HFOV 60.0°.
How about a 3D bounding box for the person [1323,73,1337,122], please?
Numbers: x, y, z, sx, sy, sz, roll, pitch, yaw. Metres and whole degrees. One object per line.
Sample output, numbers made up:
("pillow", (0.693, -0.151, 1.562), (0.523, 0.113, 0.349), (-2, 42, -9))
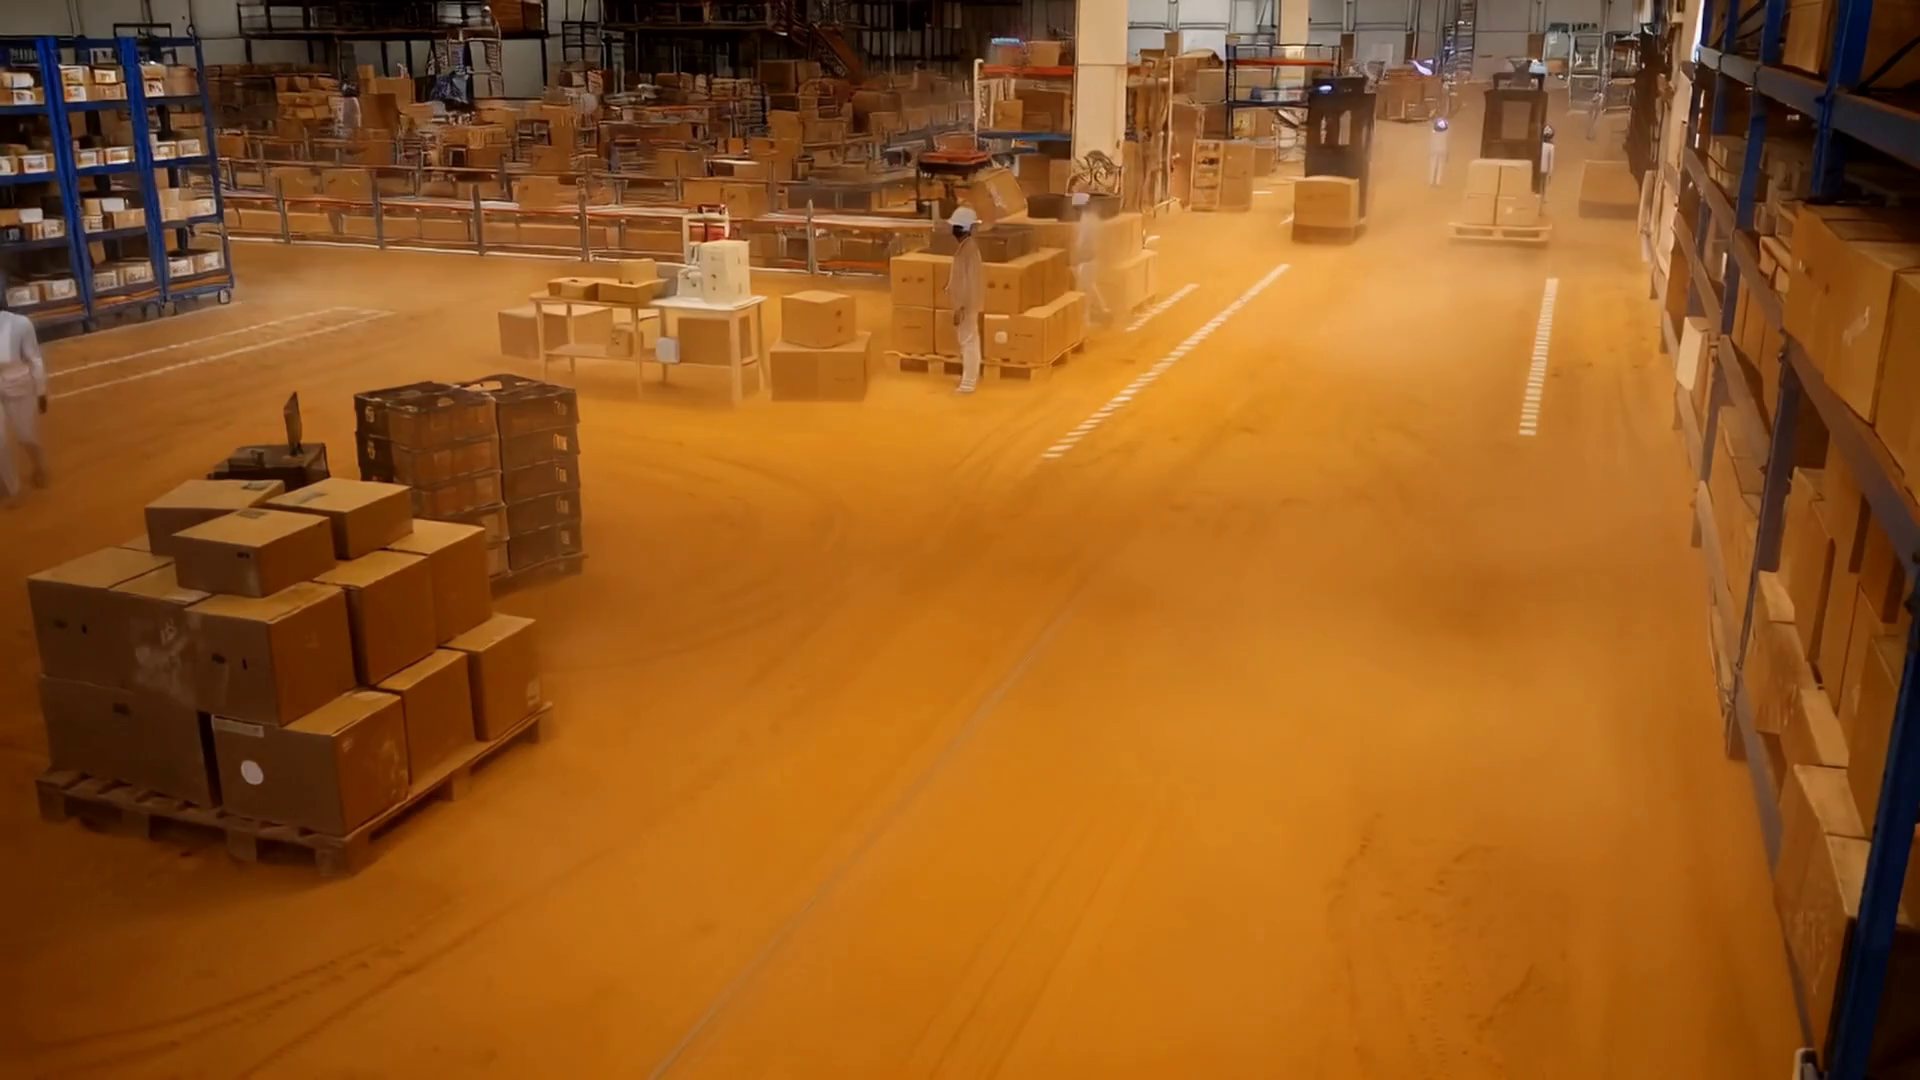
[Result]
("person", (12.654, -15.062, 57.104), (1.002, 1.895, 0.562), (3, 18, 9))

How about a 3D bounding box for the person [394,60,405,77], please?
("person", (-25.113, -20.527, 74.383), (0.751, 1.819, 0.538), (10, 20, 28))

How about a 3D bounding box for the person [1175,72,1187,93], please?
("person", (7.722, -15.280, 57.769), (0.918, 1.910, 0.561), (11, 21, 32))

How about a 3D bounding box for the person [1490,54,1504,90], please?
("person", (26.946, -23.385, 83.272), (0.598, 1.879, 1.006), (-10, 20, -28))

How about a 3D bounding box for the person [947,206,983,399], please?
("person", (0.054, -2.476, 17.374), (0.377, 1.995, 0.608), (3, 18, 10))

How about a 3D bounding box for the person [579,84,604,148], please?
("person", (-10.892, -12.479, 49.043), (1.023, 1.846, 0.665), (11, 21, 32))

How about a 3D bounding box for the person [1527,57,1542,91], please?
("person", (26.310, -21.174, 76.233), (0.646, 1.929, 0.538), (10, 20, 28))

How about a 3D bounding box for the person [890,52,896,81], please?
("person", (-3.695, -25.762, 90.946), (0.306, 1.745, 0.483), (-9, 20, -27))

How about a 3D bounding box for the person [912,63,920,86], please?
("person", (-1.715, -18.306, 67.275), (0.754, 1.901, 0.603), (15, 23, 39))

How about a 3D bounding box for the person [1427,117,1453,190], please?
("person", (10.862, -8.735, 37.641), (0.538, 1.608, 0.611), (3, 18, 11))

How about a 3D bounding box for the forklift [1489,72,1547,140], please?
("forklift", (10.353, -7.321, 31.157), (1.129, 2.768, 1.873), (6, 19, 19))

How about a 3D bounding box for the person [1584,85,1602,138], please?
("person", (20.342, -13.739, 53.339), (0.308, 1.639, 0.524), (-5, 18, -15))

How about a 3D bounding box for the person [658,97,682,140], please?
("person", (-7.543, -10.590, 43.196), (0.592, 1.798, 0.805), (-15, 23, -39))

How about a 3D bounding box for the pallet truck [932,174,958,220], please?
("pallet truck", (-0.507, -5.292, 27.348), (0.653, 1.274, 1.630), (6, 19, 19))

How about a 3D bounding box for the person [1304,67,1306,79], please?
("person", (16.524, -22.665, 81.081), (0.564, 1.820, 0.948), (-6, 19, -18))

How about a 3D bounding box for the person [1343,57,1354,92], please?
("person", (17.943, -21.407, 77.058), (0.615, 1.867, 0.526), (-12, 21, -32))

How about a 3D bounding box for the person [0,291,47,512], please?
("person", (-7.792, -1.230, 13.583), (0.608, 1.928, 0.687), (-6, 19, -18))

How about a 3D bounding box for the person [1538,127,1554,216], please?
("person", (11.319, -7.182, 32.549), (0.540, 1.751, 0.531), (5, 18, 15))

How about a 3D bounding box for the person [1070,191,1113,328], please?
("person", (1.673, -3.550, 21.148), (0.605, 1.745, 0.539), (9, 20, 27))

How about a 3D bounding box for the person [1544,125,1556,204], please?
("person", (12.326, -7.892, 34.977), (0.275, 1.632, 0.507), (0, 18, 0))

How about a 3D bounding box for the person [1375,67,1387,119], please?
("person", (15.837, -16.798, 62.506), (0.908, 1.919, 0.615), (-7, 19, -20))

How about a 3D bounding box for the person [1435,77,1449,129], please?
("person", (16.584, -15.022, 57.175), (0.337, 1.761, 0.526), (8, 19, 24))

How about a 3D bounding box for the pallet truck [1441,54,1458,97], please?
("pallet truck", (22.765, -21.886, 78.355), (0.823, 1.965, 1.885), (-4, 18, -14))

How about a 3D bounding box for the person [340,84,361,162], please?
("person", (-16.254, -11.128, 44.486), (0.609, 2.040, 0.394), (9, 20, 26))

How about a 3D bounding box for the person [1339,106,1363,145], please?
("person", (9.397, -9.660, 40.088), (0.549, 1.914, 0.725), (7, 19, 20))

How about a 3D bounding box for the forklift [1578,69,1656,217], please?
("forklift", (13.219, -7.740, 32.475), (1.873, 2.768, 1.129), (6, 19, 18))

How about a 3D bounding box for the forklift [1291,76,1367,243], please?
("forklift", (6.598, -6.755, 29.381), (1.129, 2.768, 1.873), (6, 19, 19))

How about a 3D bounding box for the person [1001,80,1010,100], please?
("person", (1.741, -18.068, 66.595), (0.501, 1.861, 0.328), (0, 18, -1))
